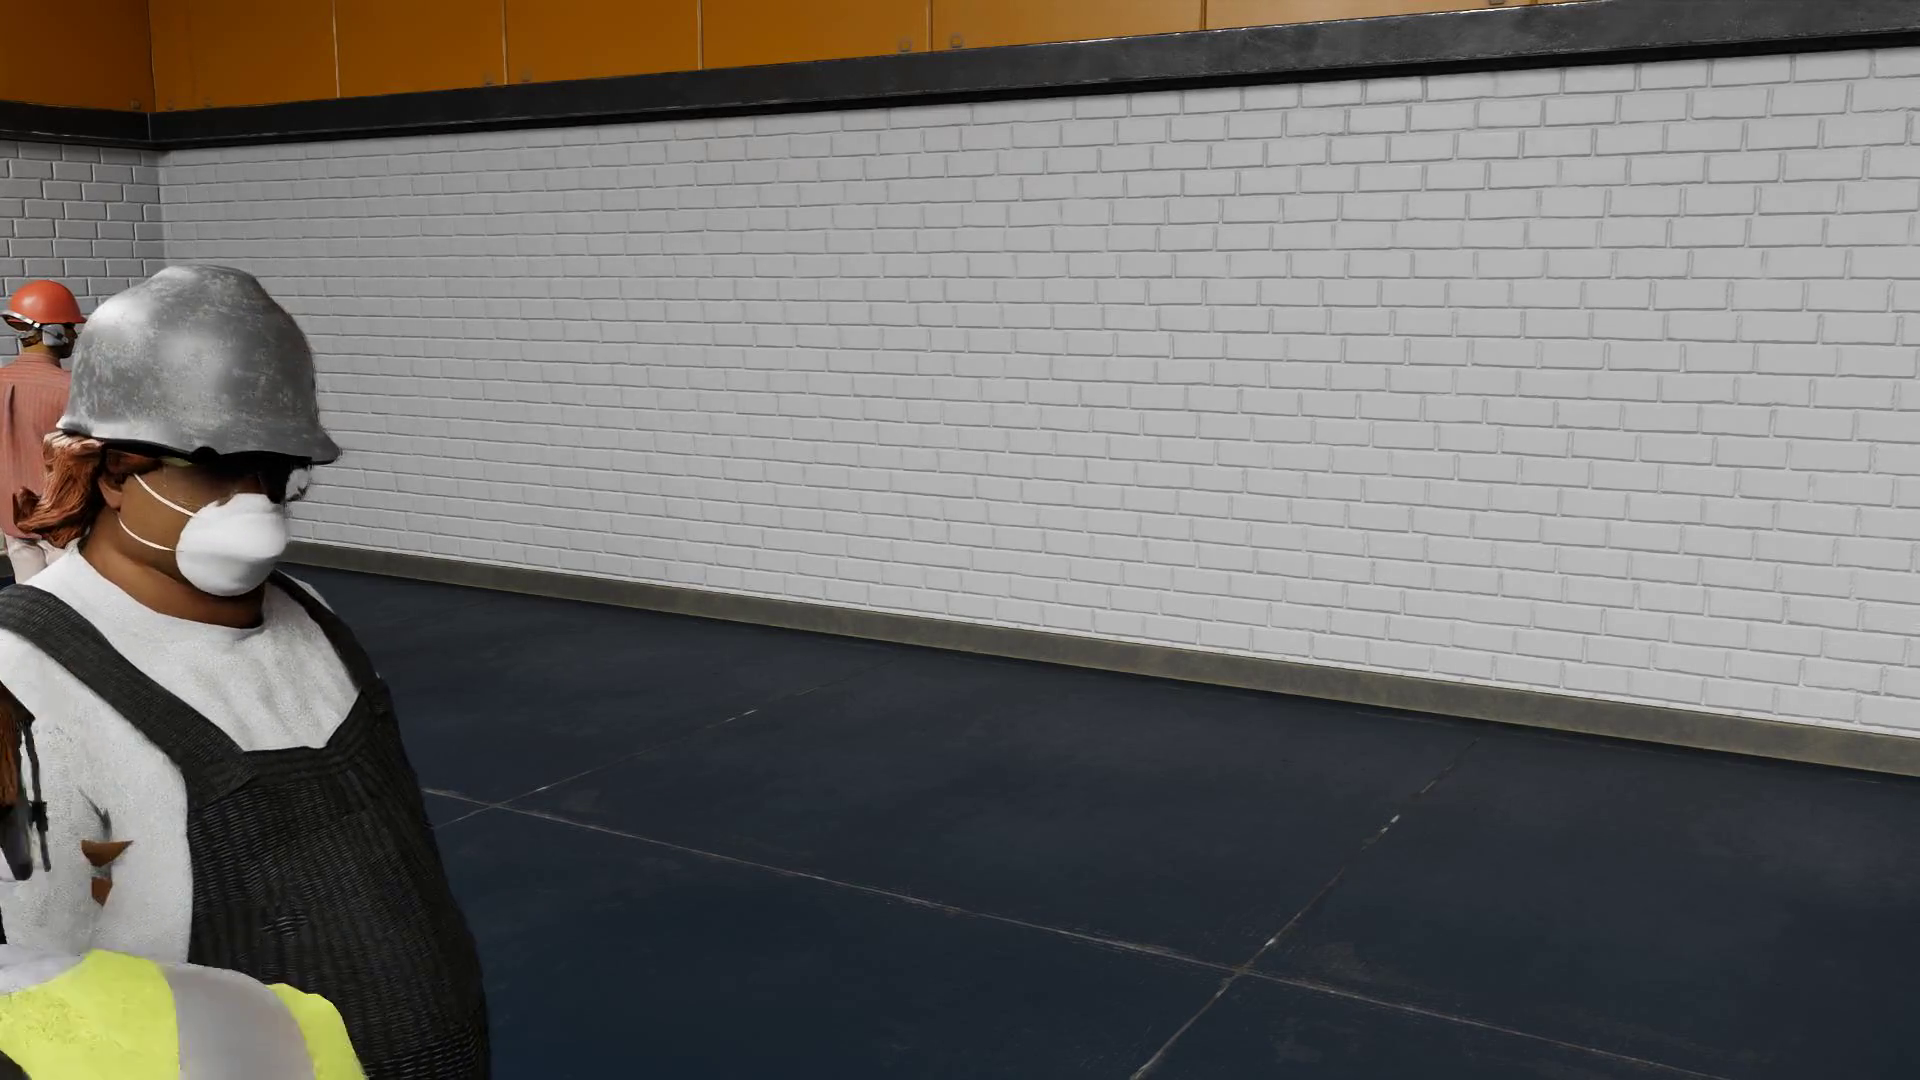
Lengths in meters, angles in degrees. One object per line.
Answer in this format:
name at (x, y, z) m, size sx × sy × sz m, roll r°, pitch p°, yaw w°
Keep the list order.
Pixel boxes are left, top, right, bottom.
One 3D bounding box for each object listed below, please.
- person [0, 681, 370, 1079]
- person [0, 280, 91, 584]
person at (-0.687, 0.939, 1.149) m, size 0.661 × 1.821 × 0.433 m, roll -5°, pitch 10°, yaw -27°
person at (-3.744, -0.070, 6.902) m, size 0.622 × 1.992 × 0.396 m, roll 4°, pitch 10°, yaw 22°
